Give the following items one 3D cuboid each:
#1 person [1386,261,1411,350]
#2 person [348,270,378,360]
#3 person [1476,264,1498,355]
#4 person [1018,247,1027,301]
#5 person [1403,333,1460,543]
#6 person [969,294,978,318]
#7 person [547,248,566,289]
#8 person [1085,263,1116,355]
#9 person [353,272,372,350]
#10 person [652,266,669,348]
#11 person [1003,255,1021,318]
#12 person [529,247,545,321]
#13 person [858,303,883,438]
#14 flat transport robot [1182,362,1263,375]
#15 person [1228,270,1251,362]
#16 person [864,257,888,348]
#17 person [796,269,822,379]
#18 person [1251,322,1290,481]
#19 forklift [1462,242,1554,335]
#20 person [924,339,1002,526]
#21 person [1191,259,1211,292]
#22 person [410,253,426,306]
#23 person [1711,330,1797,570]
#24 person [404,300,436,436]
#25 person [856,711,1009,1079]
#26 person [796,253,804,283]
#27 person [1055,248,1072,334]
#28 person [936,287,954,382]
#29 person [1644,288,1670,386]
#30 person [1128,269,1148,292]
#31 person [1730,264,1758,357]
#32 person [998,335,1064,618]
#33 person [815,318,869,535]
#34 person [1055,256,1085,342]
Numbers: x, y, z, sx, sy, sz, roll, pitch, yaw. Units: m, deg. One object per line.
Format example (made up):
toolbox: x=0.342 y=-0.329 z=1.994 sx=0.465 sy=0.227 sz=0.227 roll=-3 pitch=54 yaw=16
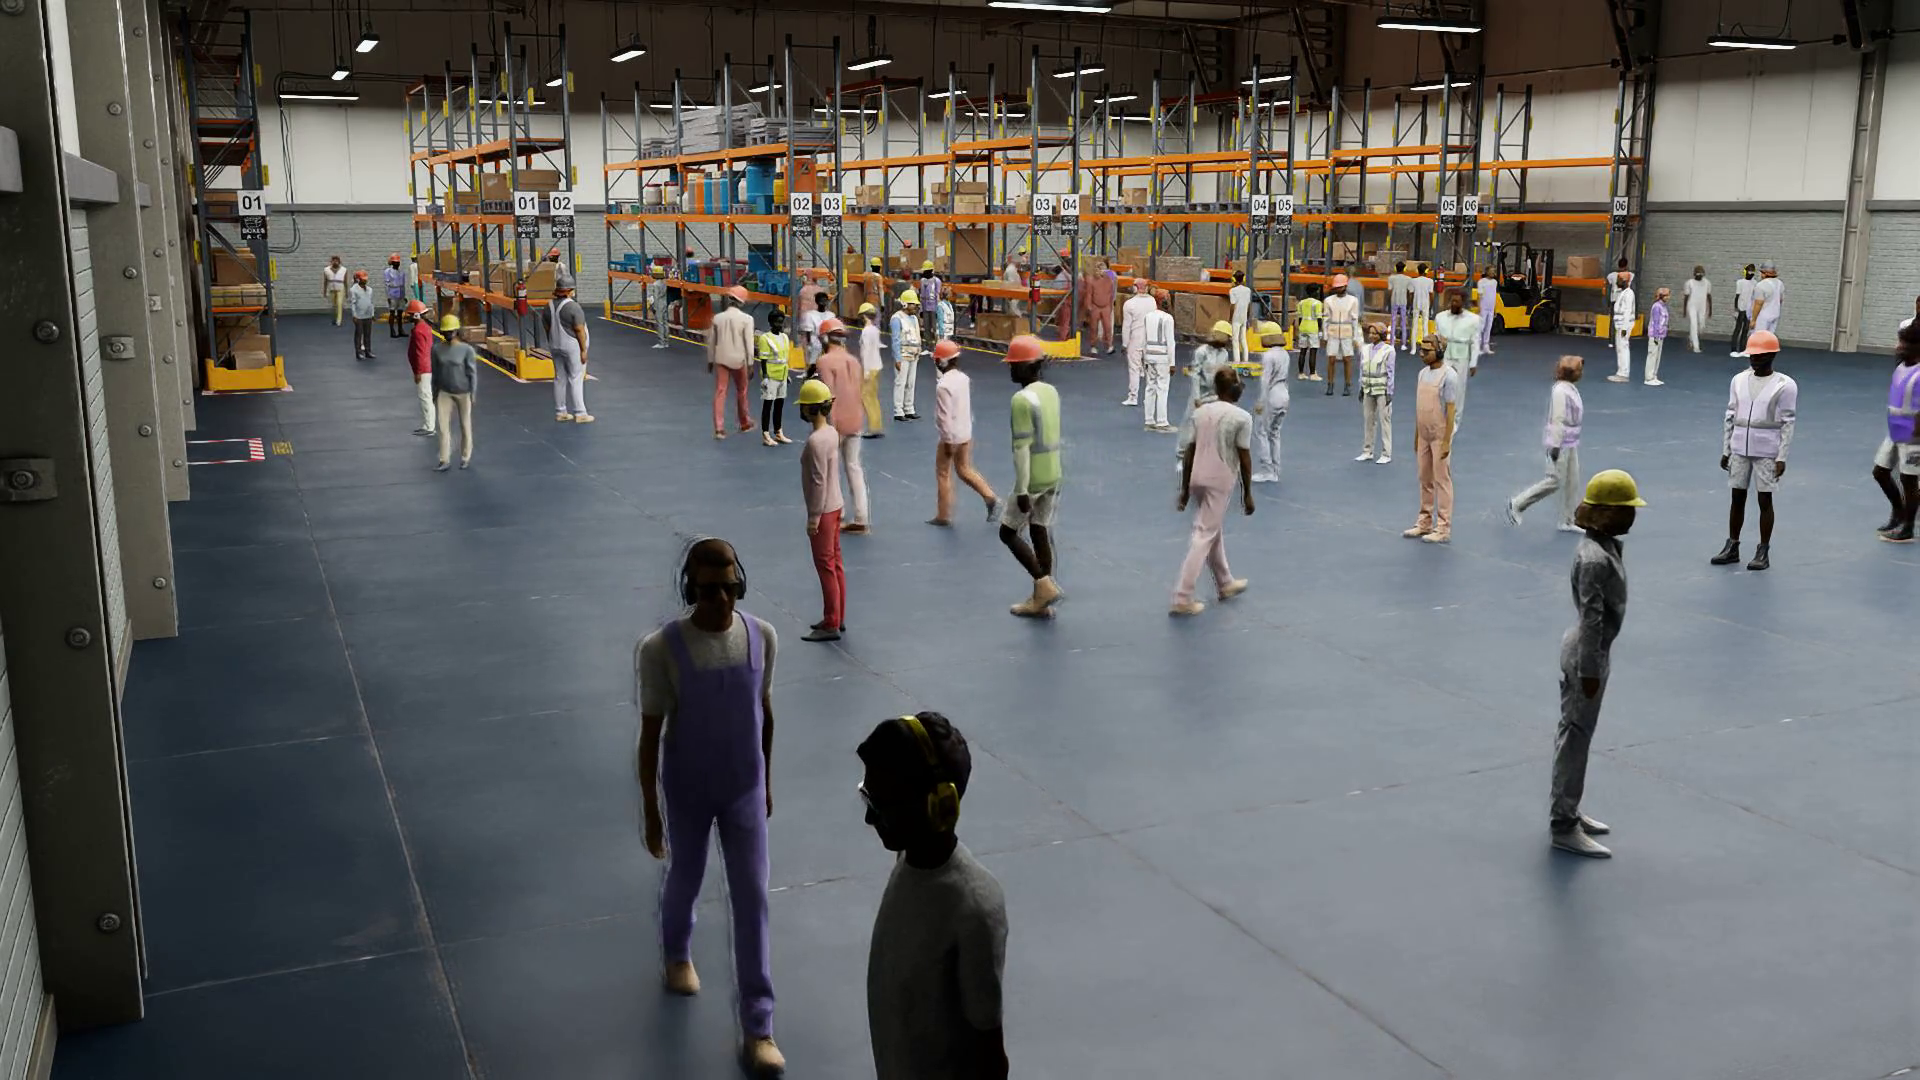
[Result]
person: x=9.259 y=-4.943 z=35.099 sx=0.528 sy=1.865 sz=0.313 roll=2 pitch=11 yaw=12
person: x=-11.787 y=-4.452 z=32.882 sx=0.327 sy=1.753 sz=0.563 roll=6 pitch=13 yaw=27
person: x=10.716 y=-4.667 z=33.827 sx=0.515 sy=1.843 sz=0.345 roll=-7 pitch=13 yaw=-31
person: x=2.041 y=-8.673 z=54.307 sx=0.318 sy=1.769 sz=0.522 roll=-2 pitch=11 yaw=-11
person: x=4.162 y=-0.898 z=14.623 sx=0.339 sy=1.839 sz=0.503 roll=-4 pitch=12 yaw=-21
person: x=0.409 y=-6.898 z=45.621 sx=0.278 sy=1.634 sz=0.497 roll=-6 pitch=12 yaw=-27
person: x=-9.719 y=-5.993 z=39.983 sx=0.615 sy=2.041 sz=0.387 roll=9 pitch=14 yaw=38
person: x=2.879 y=-4.701 z=33.890 sx=0.647 sy=1.858 sz=0.990 roll=-2 pitch=11 yaw=-10
person: x=-12.662 y=-4.837 z=35.137 sx=0.308 sy=1.640 sz=0.511 roll=-1 pitch=11 yaw=-4
person: x=-6.443 y=-4.991 z=35.654 sx=0.294 sy=1.744 sz=0.487 roll=4 pitch=12 yaw=18
person: x=1.307 y=-5.978 z=40.368 sx=0.584 sy=1.868 sz=0.704 roll=2 pitch=11 yaw=10
person: x=-11.165 y=-6.820 z=44.391 sx=0.862 sy=1.953 sz=0.637 roll=6 pitch=12 yaw=26
person: x=-1.171 y=-2.189 z=21.452 sx=0.403 sy=1.721 sz=0.607 roll=3 pitch=11 yaw=13
flat transport robot: x=4.705 y=-3.051 z=29.549 sx=1.431 sy=0.197 sz=0.652 roll=0 pitch=11 yaw=-1
person: x=4.974 y=-3.891 z=29.763 sx=0.514 sy=1.863 sz=0.327 roll=-8 pitch=14 yaw=-34
person: x=-1.818 y=-5.083 z=35.653 sx=0.367 sy=1.928 sz=0.584 roll=-10 pitch=15 yaw=-42
person: x=-2.656 y=-3.775 z=29.059 sx=0.409 sy=1.906 sz=0.651 roll=5 pitch=12 yaw=23
person: x=3.326 y=-1.470 z=17.802 sx=0.384 sy=1.719 sz=0.534 roll=9 pitch=14 yaw=38
forklift: x=13.047 y=-6.049 z=39.881 sx=2.313 sy=2.155 sz=1.214 roll=-5 pitch=12 yaw=-23
person: x=0.023 y=-0.973 z=15.248 sx=0.664 sy=1.736 sz=0.582 roll=6 pitch=13 yaw=27
person: x=6.172 y=-6.379 z=42.772 sx=0.528 sy=1.721 sz=0.857 roll=0 pitch=11 yaw=-3
person: x=-15.475 y=-7.311 z=47.385 sx=0.331 sy=1.768 sz=0.526 roll=4 pitch=12 yaw=18
person: x=6.436 y=-0.725 z=13.480 sx=0.357 sy=1.937 sz=0.550 roll=-9 pitch=14 yaw=-37
person: x=-7.010 y=-2.233 z=21.613 sx=0.329 sy=1.751 sz=0.570 roll=-2 pitch=11 yaw=-10
person: x=-0.074 y=1.264 z=3.560 sx=0.328 sy=1.865 sz=0.518 roll=-5 pitch=12 yaw=-22
person: x=-5.035 y=-8.200 z=52.228 sx=0.307 sy=1.639 sz=0.525 roll=-3 pitch=11 yaw=-13
person: x=2.476 y=-5.902 z=39.521 sx=0.390 sy=2.041 sz=0.614 roll=5 pitch=12 yaw=24
person: x=-0.254 y=-3.473 z=28.213 sx=0.309 sy=1.636 sz=0.523 roll=3 pitch=12 yaw=17
person: x=11.708 y=-3.410 z=27.917 sx=0.312 sy=1.633 sz=0.518 roll=8 pitch=13 yaw=34
person: x=4.763 y=-6.698 z=44.413 sx=0.572 sy=1.715 sz=0.896 roll=0 pitch=11 yaw=-1
person: x=15.724 y=-4.588 z=33.298 sx=0.528 sy=1.865 sz=0.313 roll=-4 pitch=12 yaw=-18
person: x=0.489 y=-0.434 z=11.768 sx=0.443 sy=2.025 sz=0.619 roll=7 pitch=13 yaw=30
person: x=-1.074 y=-1.009 z=14.938 sx=0.663 sy=1.933 sz=0.641 roll=8 pitch=14 yaw=36
person: x=2.284 y=-4.888 z=34.371 sx=0.706 sy=2.000 sz=0.602 roll=-8 pitch=14 yaw=-35
